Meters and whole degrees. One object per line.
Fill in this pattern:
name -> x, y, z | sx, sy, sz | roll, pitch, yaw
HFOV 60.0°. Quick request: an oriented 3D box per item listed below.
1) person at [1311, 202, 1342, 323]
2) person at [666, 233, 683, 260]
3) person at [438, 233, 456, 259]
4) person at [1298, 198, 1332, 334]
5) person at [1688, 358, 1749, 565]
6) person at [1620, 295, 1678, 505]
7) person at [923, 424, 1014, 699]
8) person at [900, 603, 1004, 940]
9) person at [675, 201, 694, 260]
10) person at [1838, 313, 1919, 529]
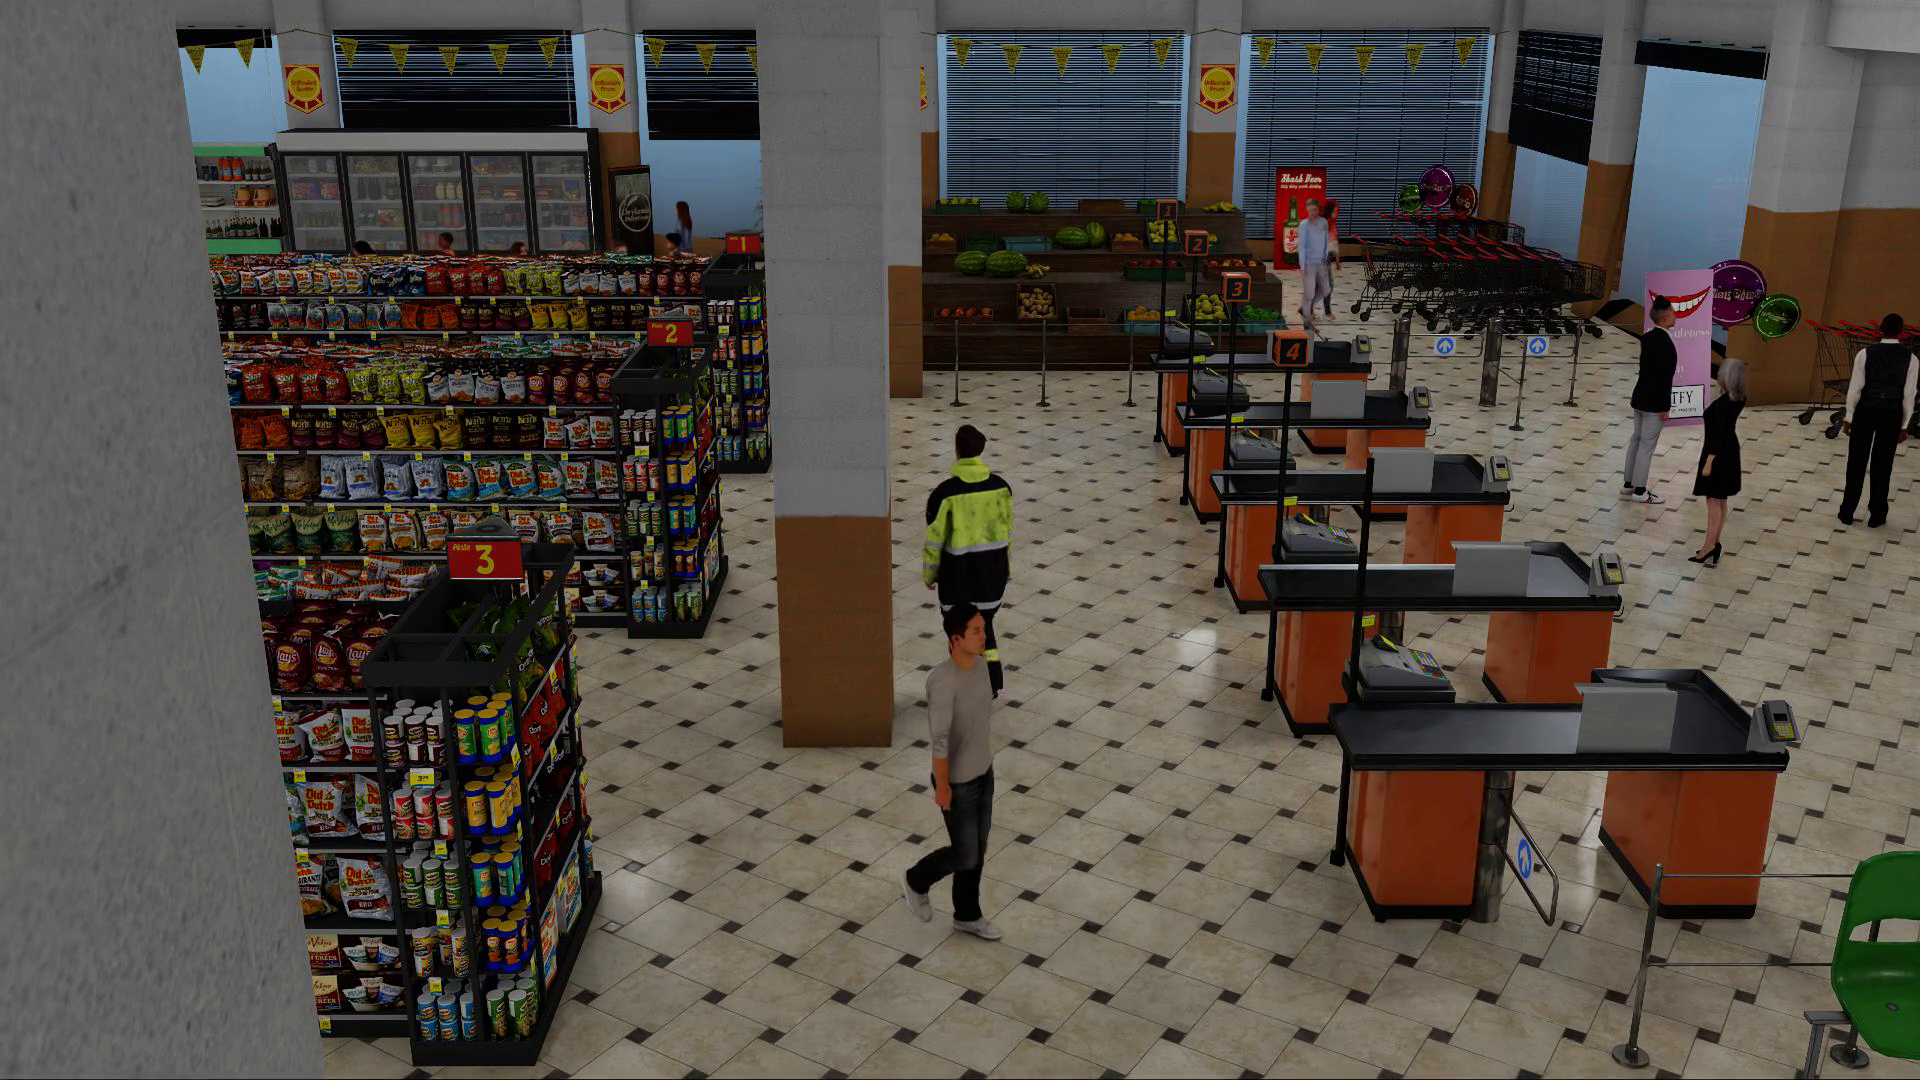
person -> 5.121, -3.968, 23.750 | 1.001, 1.702, 0.928 | 12, 22, 31
person -> -4.078, -3.847, 24.163 | 0.751, 1.207, 0.613 | -5, 19, -13
person -> -7.179, -3.703, 23.601 | 0.896, 1.294, 0.732 | -11, 21, -29
person -> 4.801, -3.783, 22.949 | 0.858, 1.863, 0.912 | -11, 22, -30
person -> 6.328, -0.660, 13.869 | 0.753, 1.747, 0.699 | 16, 25, 40
person -> 6.460, -1.332, 15.546 | 0.568, 1.948, 0.693 | 0, 19, 1
person -> 0.101, 0.244, 10.845 | 0.859, 1.965, 0.962 | -11, 22, -30
person -> -0.066, 1.163, 8.375 | 0.938, 1.801, 0.856 | 10, 21, 27
person -> -4.170, -4.448, 25.563 | 0.992, 1.453, 0.740 | 5, 19, 13
person -> 8.172, -1.071, 14.820 | 0.707, 1.918, 0.838 | 10, 21, 27
